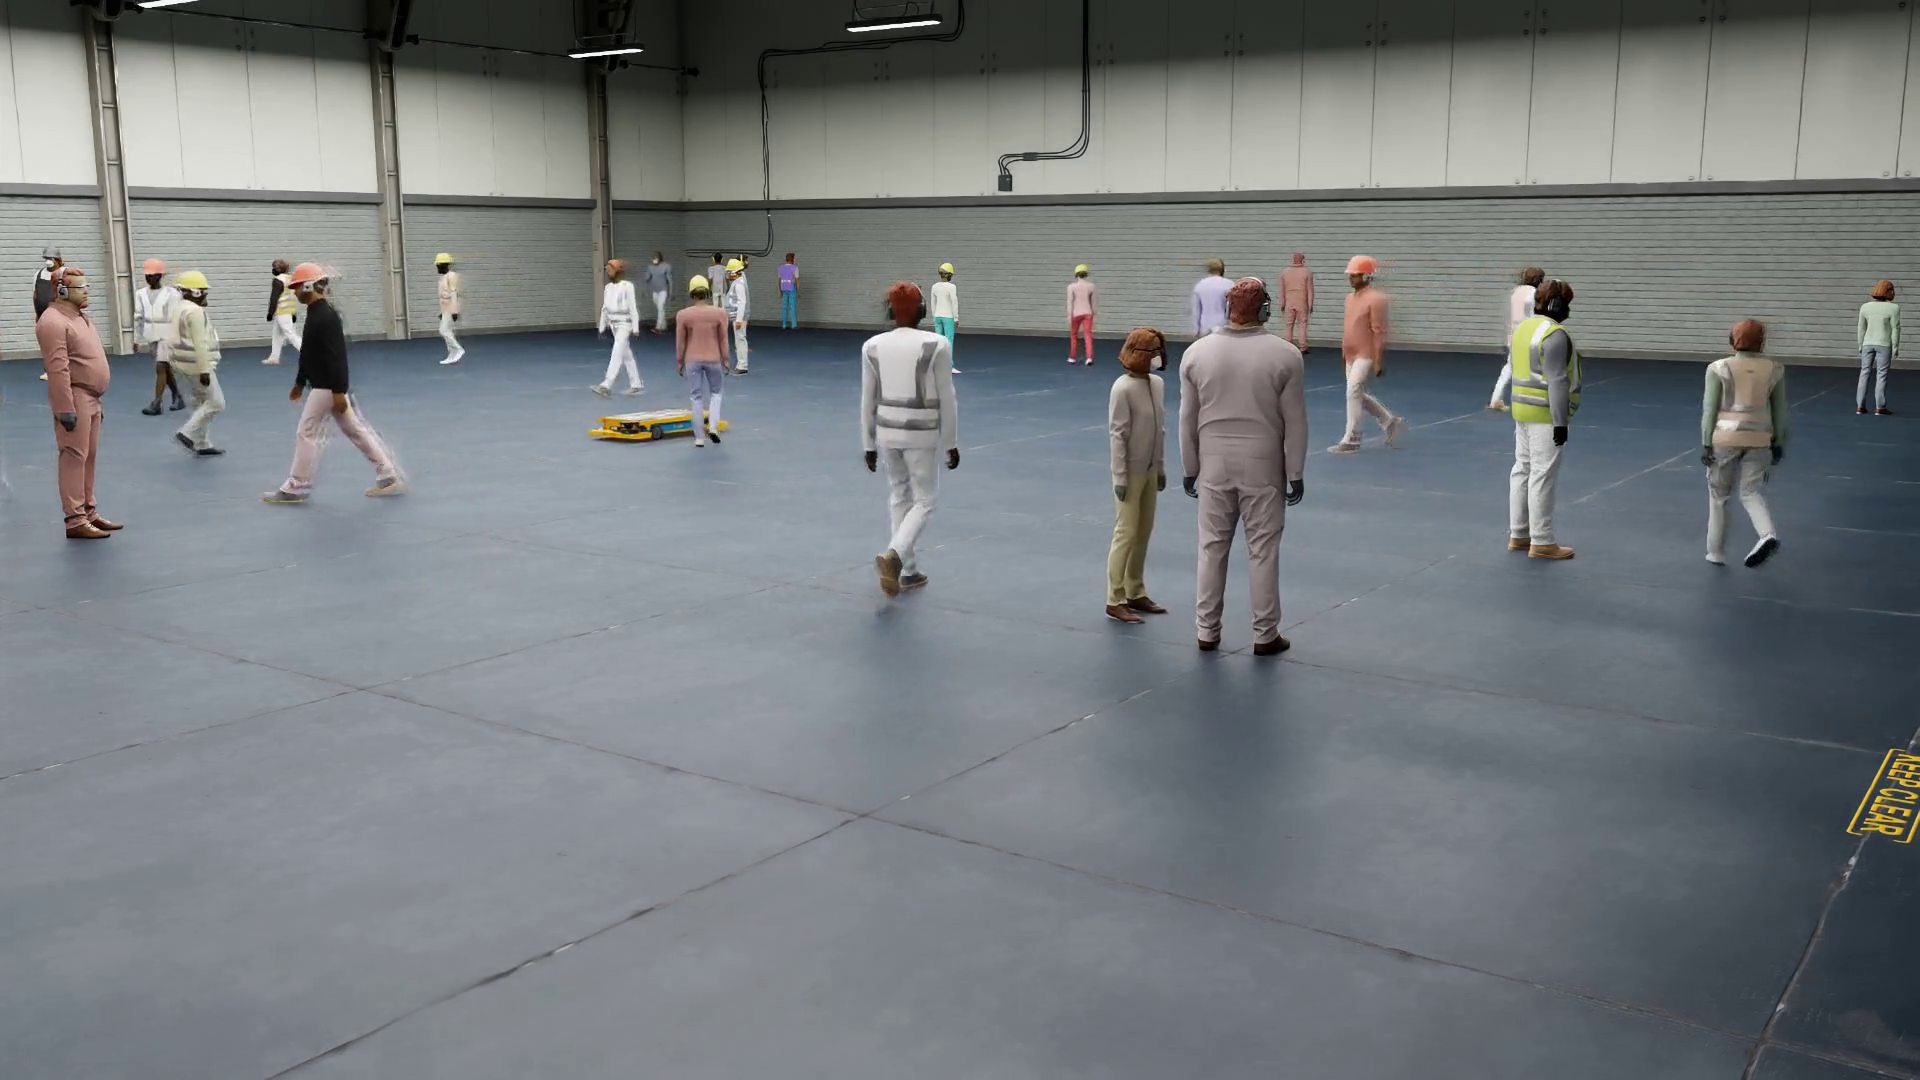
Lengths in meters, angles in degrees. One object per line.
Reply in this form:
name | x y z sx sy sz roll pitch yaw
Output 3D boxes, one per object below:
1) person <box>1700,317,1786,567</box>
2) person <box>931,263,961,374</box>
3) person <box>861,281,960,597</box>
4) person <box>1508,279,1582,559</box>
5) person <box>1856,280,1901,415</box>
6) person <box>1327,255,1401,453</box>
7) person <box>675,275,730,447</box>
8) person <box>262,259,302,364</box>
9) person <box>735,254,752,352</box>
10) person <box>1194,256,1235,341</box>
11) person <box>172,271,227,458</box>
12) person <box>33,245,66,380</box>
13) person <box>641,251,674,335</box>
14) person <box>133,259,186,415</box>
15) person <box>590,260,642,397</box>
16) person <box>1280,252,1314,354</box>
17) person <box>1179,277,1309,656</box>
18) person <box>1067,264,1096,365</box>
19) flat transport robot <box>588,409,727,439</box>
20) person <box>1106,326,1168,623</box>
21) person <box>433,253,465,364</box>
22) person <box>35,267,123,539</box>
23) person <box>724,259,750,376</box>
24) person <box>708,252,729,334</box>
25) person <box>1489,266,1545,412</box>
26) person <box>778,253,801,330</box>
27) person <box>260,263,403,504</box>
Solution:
person | 4.986 -0.601 10.542 0.526 1.612 0.623 1 10 4
person | -0.225 -3.533 26.572 0.522 1.761 0.322 9 13 40
person | -0.336 -0.574 9.719 0.588 1.860 0.730 5 11 25
person | 3.888 -0.804 11.060 0.429 1.841 0.621 -1 10 -6
person | 11.155 -2.334 20.203 0.279 1.633 0.501 -7 12 -33
person | 4.068 -1.848 16.570 0.830 1.971 0.628 -3 11 -17
person | -2.635 -1.825 17.024 0.545 1.750 0.399 -2 10 -9
person | -11.573 -3.907 28.550 0.912 1.807 0.625 -1 10 -5
person | -4.178 -4.536 31.882 0.310 1.868 0.533 -2 10 -11
person | 3.411 -2.873 22.490 0.951 1.912 0.628 -9 14 -42
person | -7.333 -1.671 15.976 0.441 1.812 0.611 -8 13 -38
person | -13.782 -3.452 25.324 0.684 2.000 0.538 0 10 -1
person | -6.874 -5.611 37.855 0.668 1.878 0.950 5 11 24
person | -9.815 -2.491 20.384 0.564 1.888 0.986 1 10 6
person | -4.700 -2.850 22.488 0.940 1.840 0.610 -10 14 -43
person | 6.328 -4.428 31.177 0.652 1.904 0.403 6 12 31
person | 1.437 -0.367 8.423 0.651 1.906 0.409 4 11 23
person | 2.089 -3.851 28.475 0.540 1.720 0.916 -2 10 -12
flat transport robot | -3.265 -1.264 18.026 0.652 0.197 1.431 8 13 36
person | 0.984 -0.365 9.199 0.282 1.626 0.510 7 12 35
person | -8.831 -3.972 28.599 0.420 1.908 0.606 -6 12 -32
person | -6.235 -0.968 11.791 0.408 1.908 0.644 -2 10 -12
person | -3.504 -3.501 26.196 0.404 1.829 0.592 -2 10 -9
person | -5.513 -5.631 38.003 0.521 1.874 0.328 -4 11 -19
person | 6.980 -2.462 20.478 0.950 1.798 0.641 -3 10 -14
person | -4.104 -5.966 39.959 0.572 1.840 0.373 5 11 26
person | -5.074 -1.261 13.419 1.097 1.934 0.599 -5 11 -24
